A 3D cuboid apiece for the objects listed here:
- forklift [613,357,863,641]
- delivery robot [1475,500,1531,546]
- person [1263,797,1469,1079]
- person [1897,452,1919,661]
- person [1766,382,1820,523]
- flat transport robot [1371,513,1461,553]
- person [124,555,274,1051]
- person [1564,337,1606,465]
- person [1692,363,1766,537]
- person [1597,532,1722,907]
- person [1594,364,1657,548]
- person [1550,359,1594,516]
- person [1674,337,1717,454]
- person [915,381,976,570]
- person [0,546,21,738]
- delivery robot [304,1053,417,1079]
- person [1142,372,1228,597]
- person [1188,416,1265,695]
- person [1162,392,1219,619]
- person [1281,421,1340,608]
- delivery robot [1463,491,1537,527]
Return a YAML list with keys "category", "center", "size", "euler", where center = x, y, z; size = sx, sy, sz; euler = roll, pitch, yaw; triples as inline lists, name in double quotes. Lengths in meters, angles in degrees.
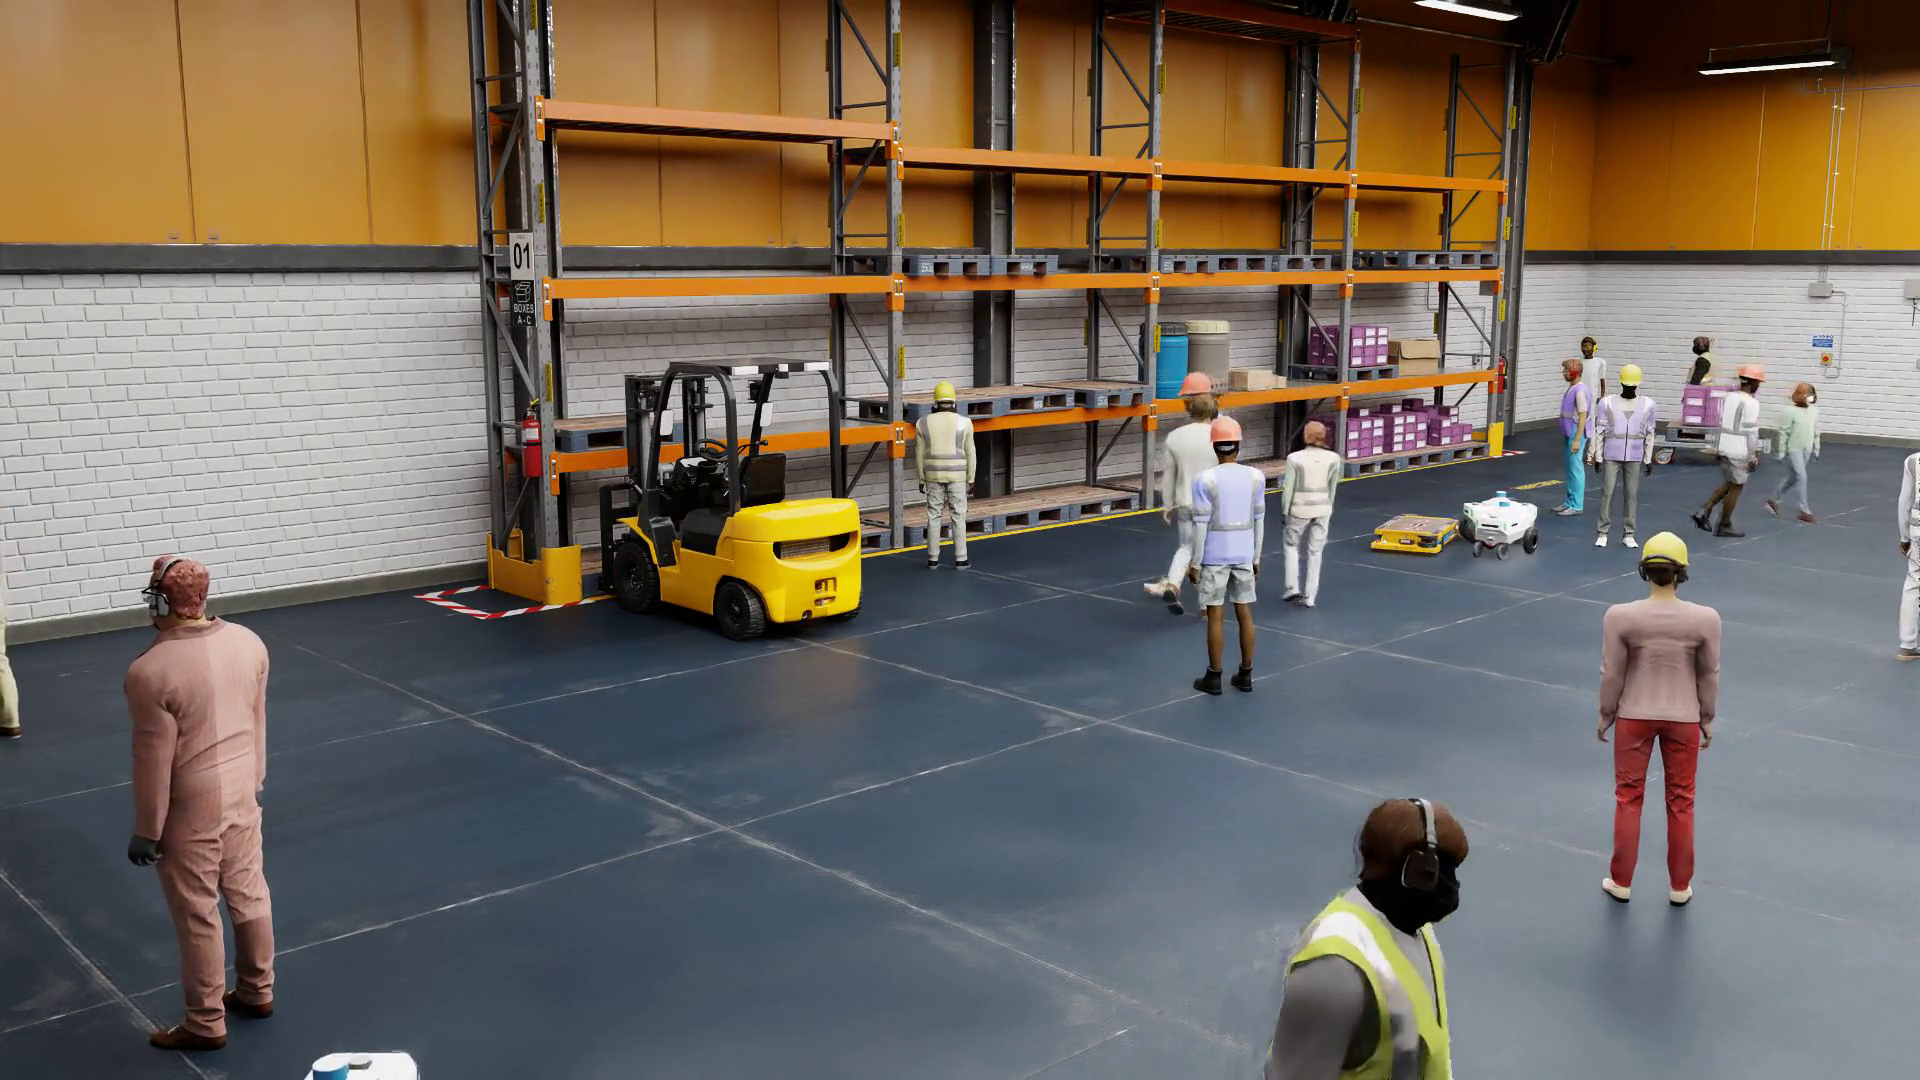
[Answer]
- category: "forklift"
  center: [-1.847, -0.414, 13.852]
  size: [1.214, 2.155, 2.313]
  euler: [-9, 13, -42]
- category: "delivery robot"
  center: [5.512, -0.158, 16.876]
  size: [0.477, 0.478, 0.707]
  euler: [8, 12, 39]
- category: "person"
  center: [0.956, 1.495, 3.855]
  size: [0.639, 1.793, 0.698]
  euler: [5, 11, 26]
- category: "person"
  center: [7.263, 0.001, 12.356]
  size: [0.354, 1.876, 0.576]
  euler: [-5, 11, -27]
- category: "person"
  center: [9.663, -1.032, 19.228]
  size: [0.508, 1.600, 0.812]
  euler: [-4, 10, -20]
- category: "flat transport robot"
  center: [4.824, -0.079, 17.513]
  size: [0.652, 0.197, 1.431]
  euler: [5, 11, 27]
- category: "person"
  center: [-2.942, 1.002, 6.400]
  size: [0.404, 1.911, 0.636]
  euler: [3, 10, 19]
- category: "person"
  center: [9.142, -2.034, 24.290]
  size: [0.532, 1.868, 0.310]
  euler: [7, 12, 37]
- category: "person"
  center: [8.322, -0.950, 17.844]
  size: [0.539, 1.902, 0.552]
  euler: [-1, 10, -4]
- category: "person"
  center: [3.258, 0.840, 7.789]
  size: [0.522, 1.761, 0.327]
  euler: [3, 10, 15]
- category: "person"
  center: [6.919, -0.871, 17.333]
  size: [0.585, 1.920, 0.374]
  euler: [2, 10, 13]
- category: "person"
  center: [7.196, -1.192, 19.452]
  size: [0.391, 1.838, 0.564]
  euler: [2, 10, 10]
- category: "person"
  center: [11.323, -2.231, 25.663]
  size: [0.921, 1.795, 0.631]
  euler: [4, 11, 24]
- category: "person"
  center: [-0.131, -0.619, 16.099]
  size: [0.590, 1.837, 0.404]
  euler: [1, 10, 7]
- category: "person"
  center: [-6.152, 0.474, 10.385]
  size: [0.399, 1.604, 0.522]
  euler: [3, 10, 15]
- category: "delivery robot"
  center: [-1.939, 1.844, 5.156]
  size: [0.477, 0.478, 0.707]
  euler: [0, 10, -1]
- category: "person"
  center: [2.004, -0.469, 14.711]
  size: [0.965, 2.005, 0.643]
  euler: [-2, 10, -11]
- category: "person"
  center: [1.834, 0.111, 11.538]
  size: [0.547, 1.934, 0.376]
  euler: [-3, 10, -16]
- category: "person"
  center: [1.943, -0.261, 13.791]
  size: [0.625, 1.922, 0.621]
  euler: [6, 11, 31]
- category: "person"
  center: [3.019, -0.223, 14.415]
  size: [0.516, 1.625, 0.407]
  euler: [-1, 10, -7]
- category: "delivery robot"
  center: [5.692, -0.270, 17.522]
  size: [0.707, 0.478, 0.477]
  euler: [1, 10, 4]
